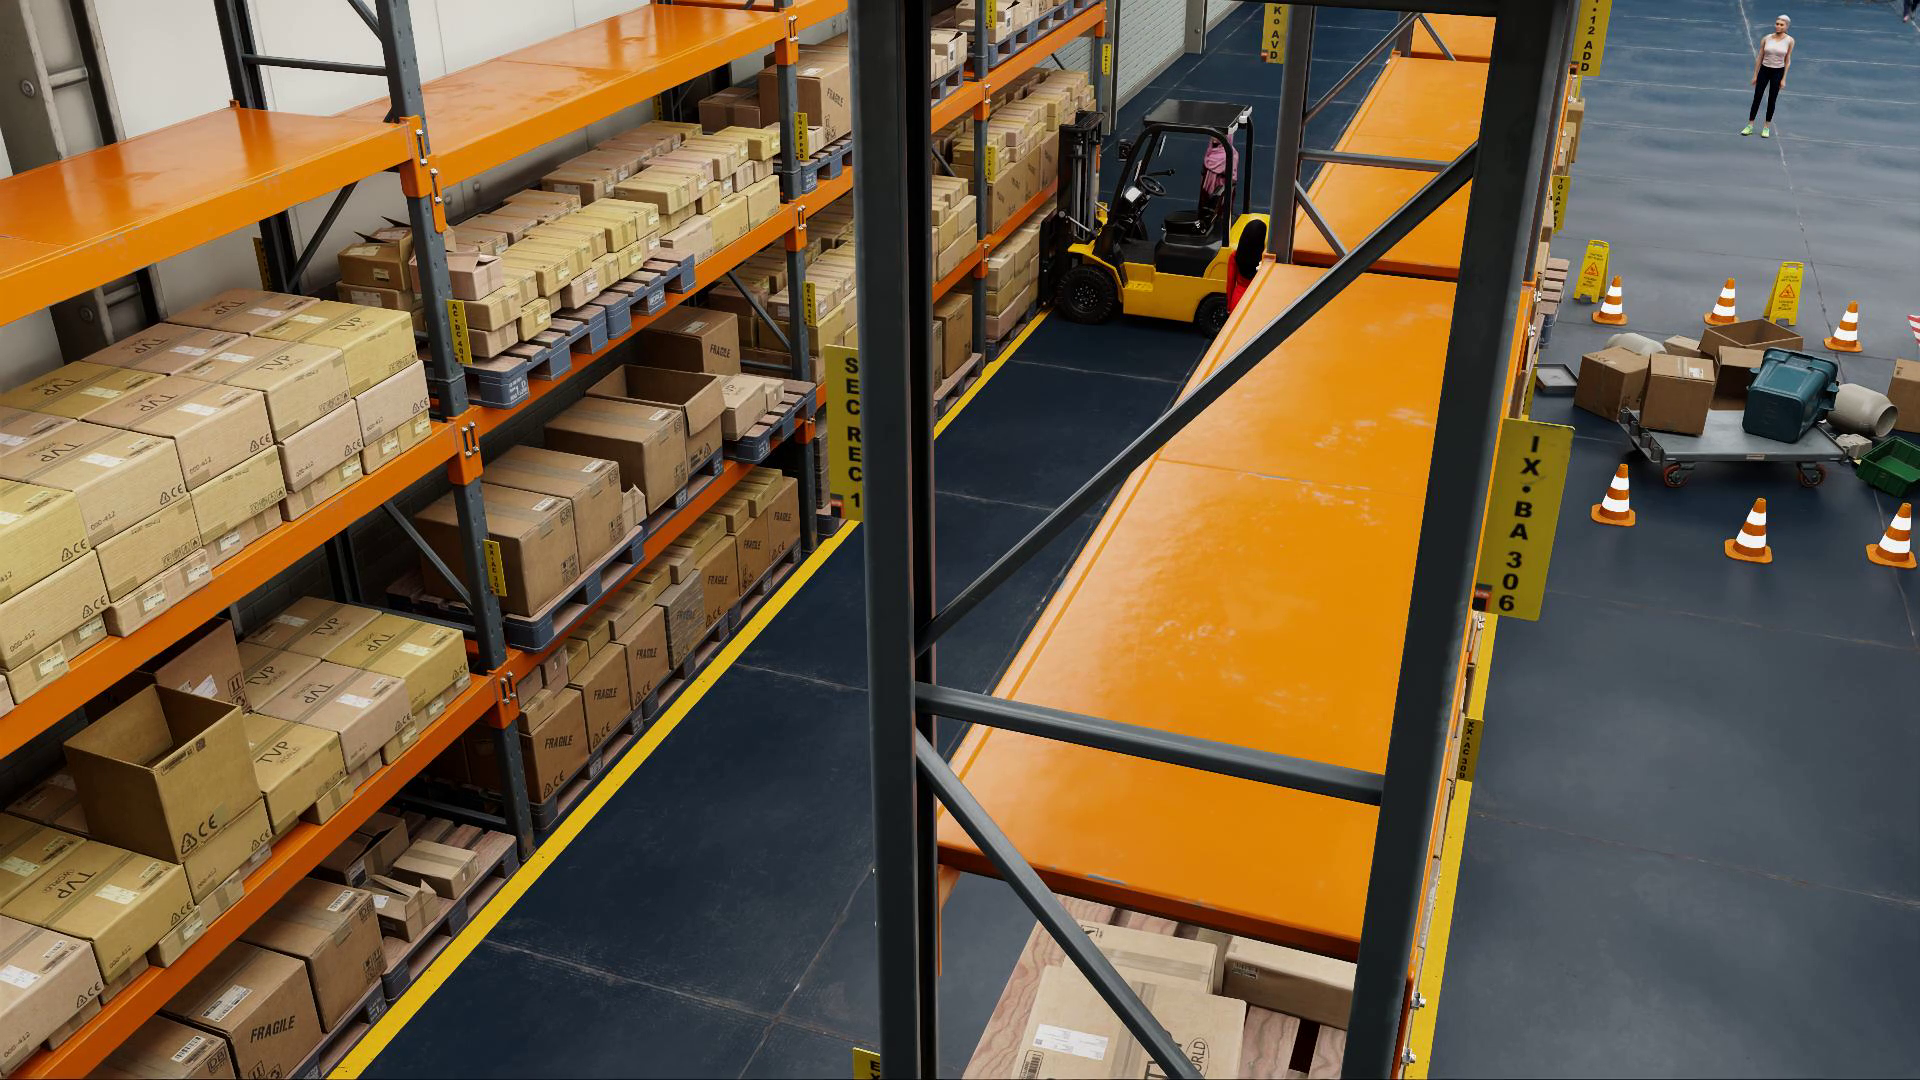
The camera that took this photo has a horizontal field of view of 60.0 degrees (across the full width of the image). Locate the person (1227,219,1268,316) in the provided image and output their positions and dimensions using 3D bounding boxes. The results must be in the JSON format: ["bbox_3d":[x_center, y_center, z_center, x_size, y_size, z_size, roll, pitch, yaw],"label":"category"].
[{"bbox_3d":[2.651,-2.090,15.232,0.617,1.748,0.613,12,30,21],"label":"person"}]

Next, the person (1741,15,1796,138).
[{"bbox_3d":[11.647,-6.672,23.884,0.651,1.703,0.604,17,32,29],"label":"person"}]
